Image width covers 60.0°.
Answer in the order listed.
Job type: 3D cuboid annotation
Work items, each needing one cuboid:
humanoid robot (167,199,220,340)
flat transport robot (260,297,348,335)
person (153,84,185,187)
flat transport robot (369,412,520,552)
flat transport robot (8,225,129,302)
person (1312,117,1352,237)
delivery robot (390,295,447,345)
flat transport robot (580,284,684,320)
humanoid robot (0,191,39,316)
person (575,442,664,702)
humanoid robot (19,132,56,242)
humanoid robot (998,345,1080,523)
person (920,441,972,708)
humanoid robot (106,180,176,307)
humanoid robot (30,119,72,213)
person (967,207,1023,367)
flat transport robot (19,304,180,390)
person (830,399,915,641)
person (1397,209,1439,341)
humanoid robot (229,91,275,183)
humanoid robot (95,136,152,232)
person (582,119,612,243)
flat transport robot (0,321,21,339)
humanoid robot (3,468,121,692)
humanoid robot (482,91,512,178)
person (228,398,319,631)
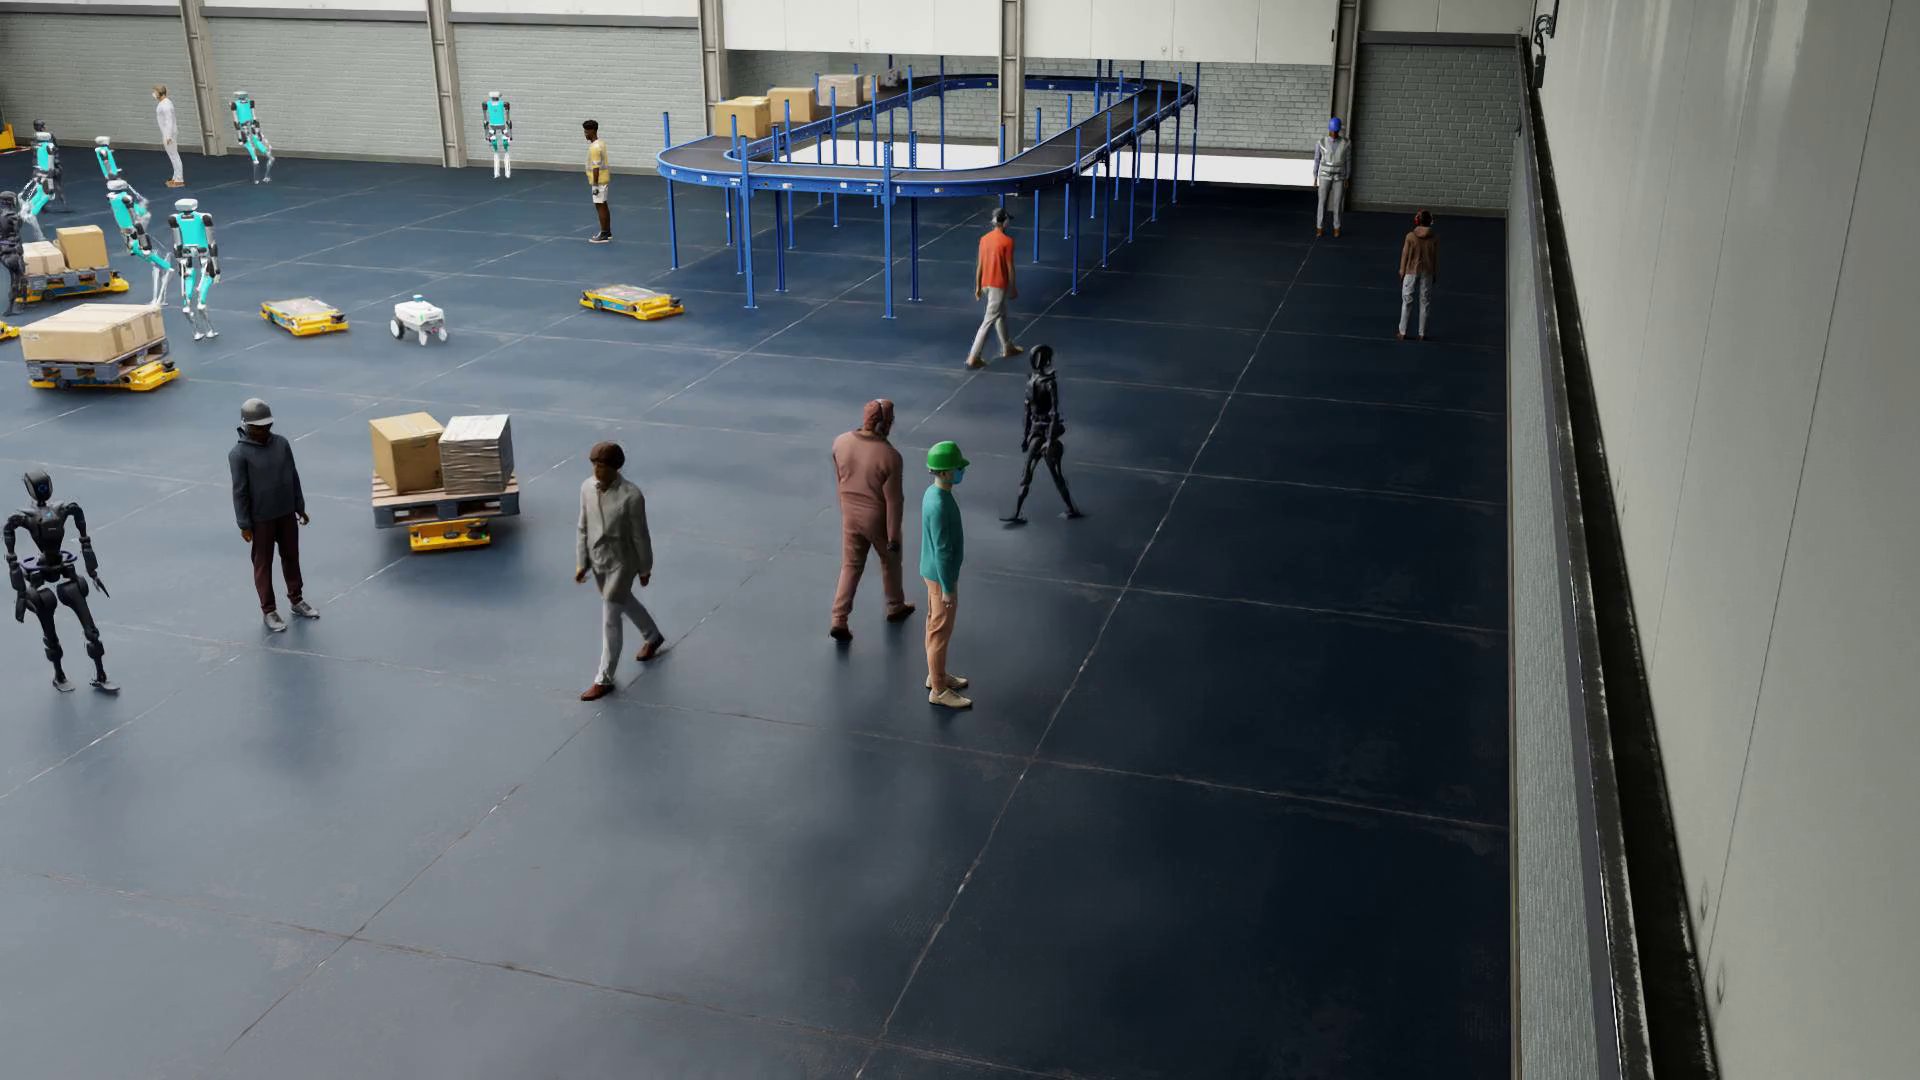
[{"bbox_3d":[-9.545,-3.321,20.680,0.545,1.752,0.678,-1,21,-2],"label":"humanoid robot"},{"bbox_3d":[-8.614,-2.937,21.796,0.659,0.231,1.431,-17,27,-36],"label":"flat transport robot"},{"bbox_3d":[-15.282,-7.803,32.099,0.367,1.939,0.634,-11,23,-26],"label":"person"},{"bbox_3d":[-4.555,-0.244,14.810,0.659,0.231,1.431,-7,22,-17],"label":"flat transport robot"},{"bbox_3d":[-12.606,-3.594,23.499,1.431,0.231,0.659,-15,26,-34],"label":"flat transport robot"},{"bbox_3d":[6.106,-5.961,27.332,0.617,1.934,0.412,2,21,4],"label":"person"},{"bbox_3d":[-6.841,-2.797,21.039,0.779,0.598,0.499,20,28,41],"label":"delivery robot"},{"bbox_3d":[-4.456,-3.227,22.547,1.431,0.231,0.659,18,27,38],"label":"flat transport robot"},{"bbox_3d":[-12.648,-3.821,22.149,0.622,1.632,0.448,17,27,38],"label":"humanoid robot"},{"bbox_3d":[-2.409,0.144,11.710,0.502,1.791,0.970,12,24,29],"label":"person"},{"bbox_3d":[-14.890,-5.627,26.769,0.537,1.787,0.818,18,27,39],"label":"humanoid robot"},{"bbox_3d":[0.735,-0.917,14.679,0.793,1.629,0.587,-11,23,-25],"label":"humanoid robot"},{"bbox_3d":[-0.102,0.226,11.360,0.350,1.875,0.510,-1,21,-3],"label":"person"},{"bbox_3d":[-11.038,-4.031,22.591,0.532,1.760,0.770,15,26,34],"label":"humanoid robot"},{"bbox_3d":[-16.156,-6.604,29.376,0.676,1.634,0.602,8,22,20],"label":"humanoid robot"},{"bbox_3d":[0.397,-3.017,19.806,1.018,1.860,0.467,-19,28,-40],"label":"person"},{"bbox_3d":[-9.839,-1.904,19.117,1.431,0.231,0.659,2,21,5],"label":"flat transport robot"},{"bbox_3d":[-0.665,-0.167,12.400,0.644,1.852,0.941,11,24,26],"label":"person"},{"bbox_3d":[5.755,-3.316,20.862,0.464,1.647,0.317,3,21,7],"label":"person"},{"bbox_3d":[-13.766,-7.835,32.476,0.748,1.779,0.532,12,24,28],"label":"humanoid robot"},{"bbox_3d":[-13.271,-5.521,26.616,0.801,1.864,0.536,-9,23,-23],"label":"humanoid robot"},{"bbox_3d":[-5.856,-5.804,26.891,0.372,1.958,0.600,-1,21,-2],"label":"person"},{"bbox_3d":[-12.439,-2.490,20.637,0.659,0.231,1.431,4,21,10],"label":"flat transport robot"},{"bbox_3d":[-6.203,0.303,11.454,0.630,1.635,0.600,17,27,37],"label":"humanoid robot"},{"bbox_3d":[-9.015,-7.954,32.580,0.533,1.677,0.735,-3,21,-8],"label":"humanoid robot"},{"bbox_3d":[-5.210,-0.208,12.582,0.379,1.806,0.545,15,26,33],"label":"person"}]
